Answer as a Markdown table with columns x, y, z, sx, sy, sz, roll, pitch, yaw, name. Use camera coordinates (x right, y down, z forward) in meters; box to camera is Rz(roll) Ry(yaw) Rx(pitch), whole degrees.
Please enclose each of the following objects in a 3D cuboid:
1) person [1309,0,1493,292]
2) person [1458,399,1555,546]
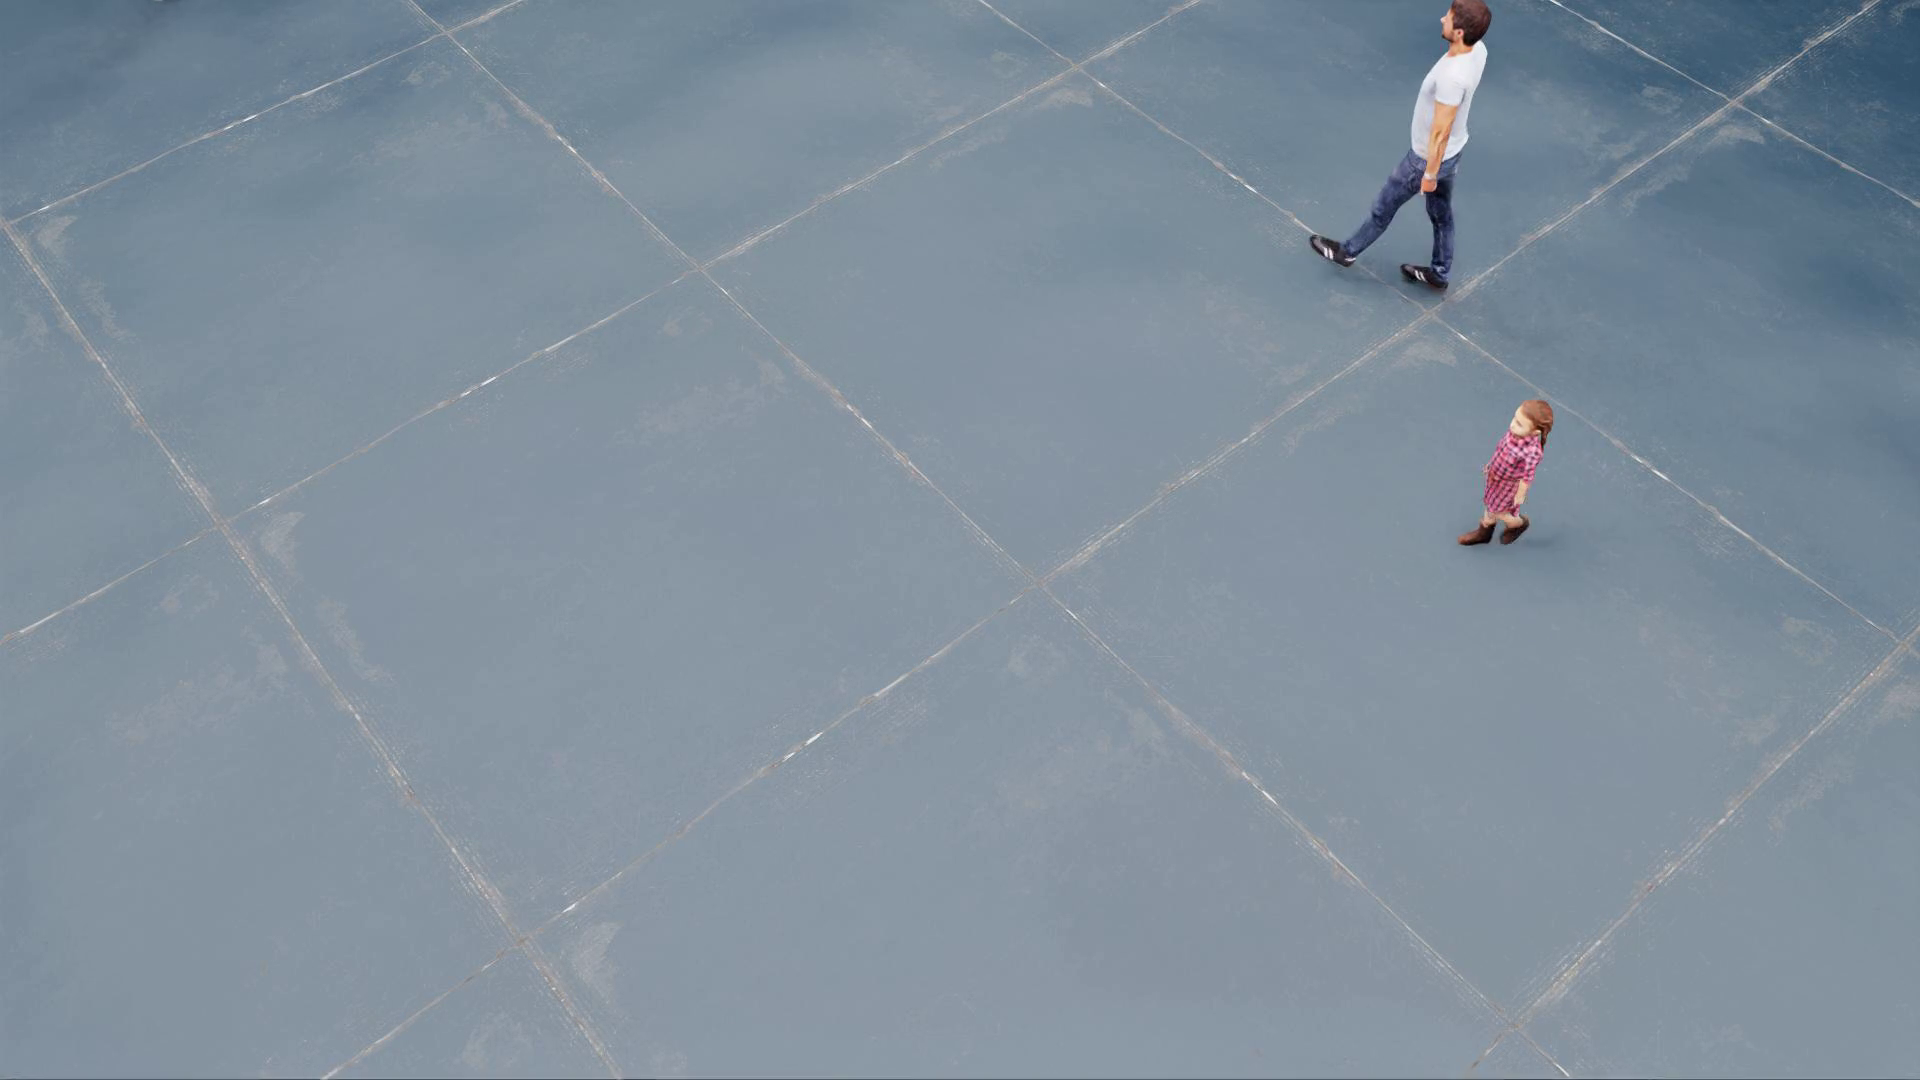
| x | y | z | sx | sy | sz | roll | pitch | yaw | name |
| --- | --- | --- | --- | --- | --- | --- | --- | --- | --- |
| 2.649 | -2.057 | 8.973 | 0.917 | 1.837 | 1.071 | 26 | 57 | 19 | person |
| 2.728 | -0.315 | 8.144 | 0.637 | 1.014 | 0.559 | -6 | 53 | -5 | person |
